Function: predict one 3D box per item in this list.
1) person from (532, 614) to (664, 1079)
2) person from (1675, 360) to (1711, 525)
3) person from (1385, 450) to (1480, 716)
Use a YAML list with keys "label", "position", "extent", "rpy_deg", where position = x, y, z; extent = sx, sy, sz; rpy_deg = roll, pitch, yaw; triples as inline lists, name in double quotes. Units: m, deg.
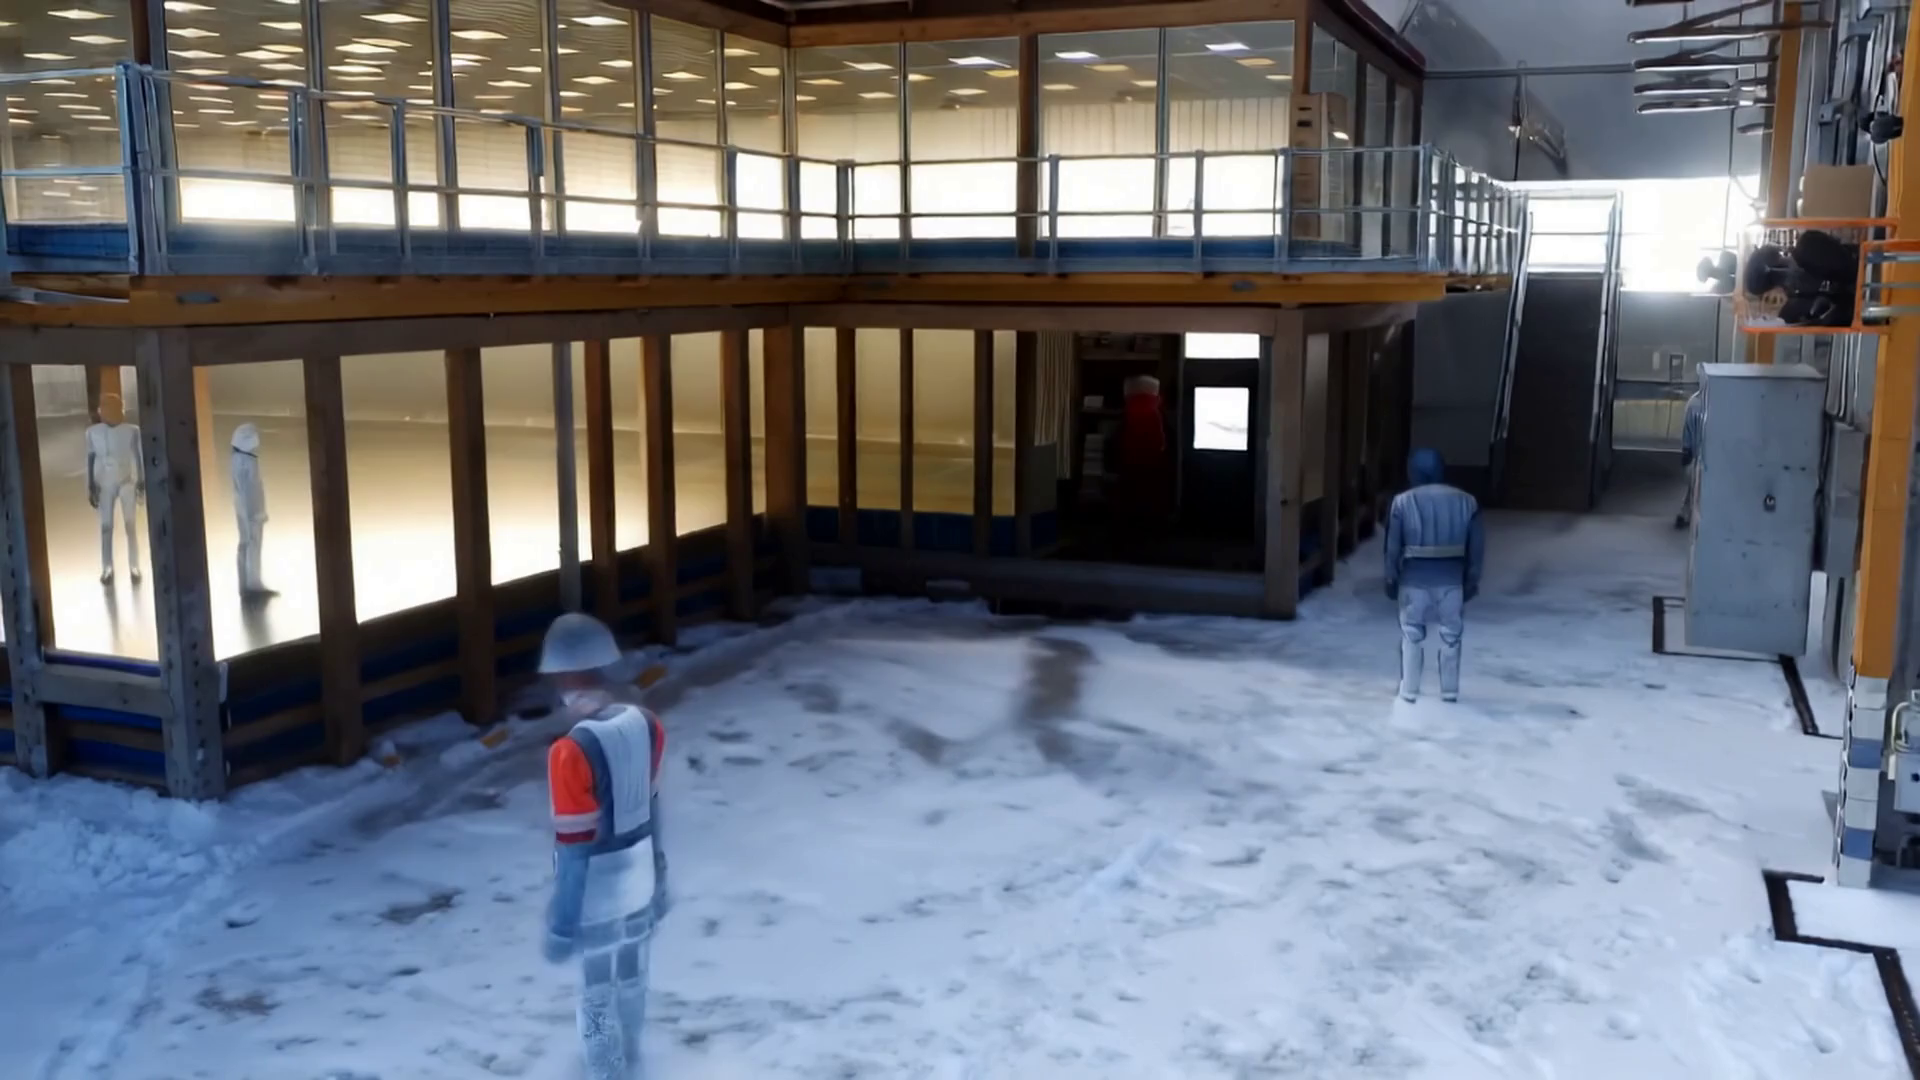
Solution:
- label: "person"
  position: [-1.226, 1.204, 5.648]
  extent: [0.459, 1.927, 0.571]
  rpy_deg: [4, 10, 21]
- label: "person"
  position: [8.921, -1.168, 20.001]
  extent: [0.621, 1.993, 0.387]
  rpy_deg: [-5, 10, -28]
- label: "person"
  position: [3.222, 0.299, 11.433]
  extent: [0.624, 1.841, 0.430]
  rpy_deg: [0, 9, -1]
